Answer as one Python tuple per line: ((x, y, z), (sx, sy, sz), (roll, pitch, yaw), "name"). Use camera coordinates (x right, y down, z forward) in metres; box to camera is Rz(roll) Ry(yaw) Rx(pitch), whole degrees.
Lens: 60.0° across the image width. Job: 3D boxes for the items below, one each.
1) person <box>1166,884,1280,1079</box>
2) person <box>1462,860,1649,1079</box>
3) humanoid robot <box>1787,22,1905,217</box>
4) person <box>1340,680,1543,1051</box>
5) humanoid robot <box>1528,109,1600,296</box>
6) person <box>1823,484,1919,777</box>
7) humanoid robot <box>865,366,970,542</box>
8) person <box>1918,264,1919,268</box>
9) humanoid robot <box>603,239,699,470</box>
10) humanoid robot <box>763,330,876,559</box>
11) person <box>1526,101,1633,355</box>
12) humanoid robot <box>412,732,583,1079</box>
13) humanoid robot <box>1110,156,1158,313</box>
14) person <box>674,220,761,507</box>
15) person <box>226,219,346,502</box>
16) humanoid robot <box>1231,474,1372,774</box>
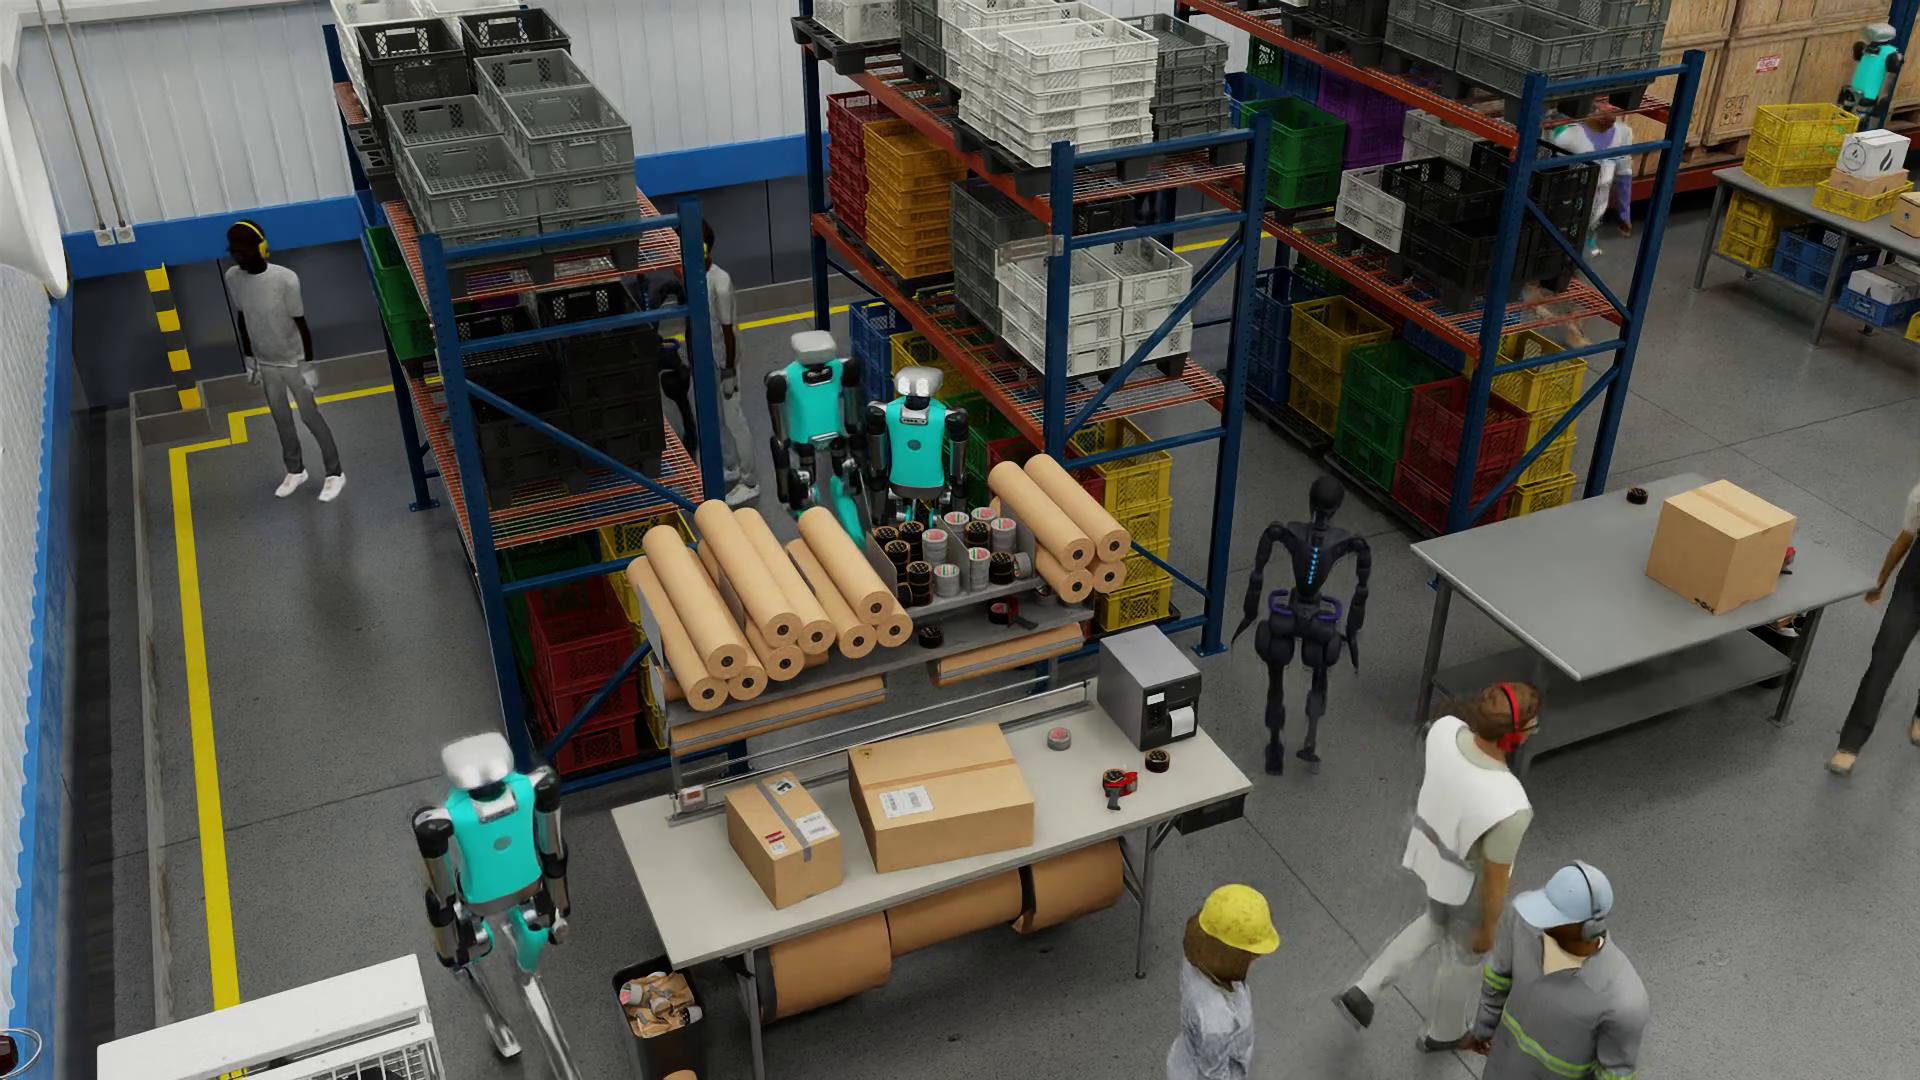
((0.844, 1.831, 5.593), (0.310, 1.739, 0.485), (2, 32, 4), "person")
((1.914, 1.786, 5.561), (0.394, 1.849, 0.596), (-14, 34, -22), "person")
((7.455, -3.522, 14.332), (0.949, 1.793, 0.530), (-6, 32, -9), "humanoid robot")
((1.876, 1.298, 6.363), (0.564, 1.833, 0.567), (-11, 33, -17), "person")
((4.773, -2.622, 12.817), (0.539, 1.748, 0.907), (-20, 37, -29), "humanoid robot")
((4.649, 0.335, 7.985), (0.569, 1.781, 1.018), (23, 38, 32), "person")
((-0.185, -0.244, 8.839), (0.533, 1.677, 0.735), (4, 32, 7), "humanoid robot")
((8.066, -2.862, 13.061), (0.588, 1.901, 0.663), (3, 32, 4), "person")
((-1.883, -1.047, 10.337), (0.611, 1.646, 0.469), (-9, 33, -14), "humanoid robot")
((-0.672, -0.186, 8.919), (0.538, 1.848, 0.672), (-15, 35, -22), "humanoid robot")
((4.600, -2.429, 12.280), (0.618, 1.991, 1.027), (-10, 33, -16), "person")
((-1.778, 1.393, 6.315), (0.538, 1.764, 0.922), (-21, 37, -30), "humanoid robot")
((1.283, -2.268, 12.300), (0.396, 1.649, 0.590), (-17, 36, -25), "humanoid robot")
((-1.503, -1.094, 10.238), (0.351, 1.857, 0.507), (-16, 35, -25), "person")
((-4.186, -1.095, 10.239), (0.509, 1.858, 0.333), (7, 32, 11), "person")
((1.617, 0.414, 7.956), (0.611, 1.651, 0.355), (6, 32, 9), "humanoid robot")
